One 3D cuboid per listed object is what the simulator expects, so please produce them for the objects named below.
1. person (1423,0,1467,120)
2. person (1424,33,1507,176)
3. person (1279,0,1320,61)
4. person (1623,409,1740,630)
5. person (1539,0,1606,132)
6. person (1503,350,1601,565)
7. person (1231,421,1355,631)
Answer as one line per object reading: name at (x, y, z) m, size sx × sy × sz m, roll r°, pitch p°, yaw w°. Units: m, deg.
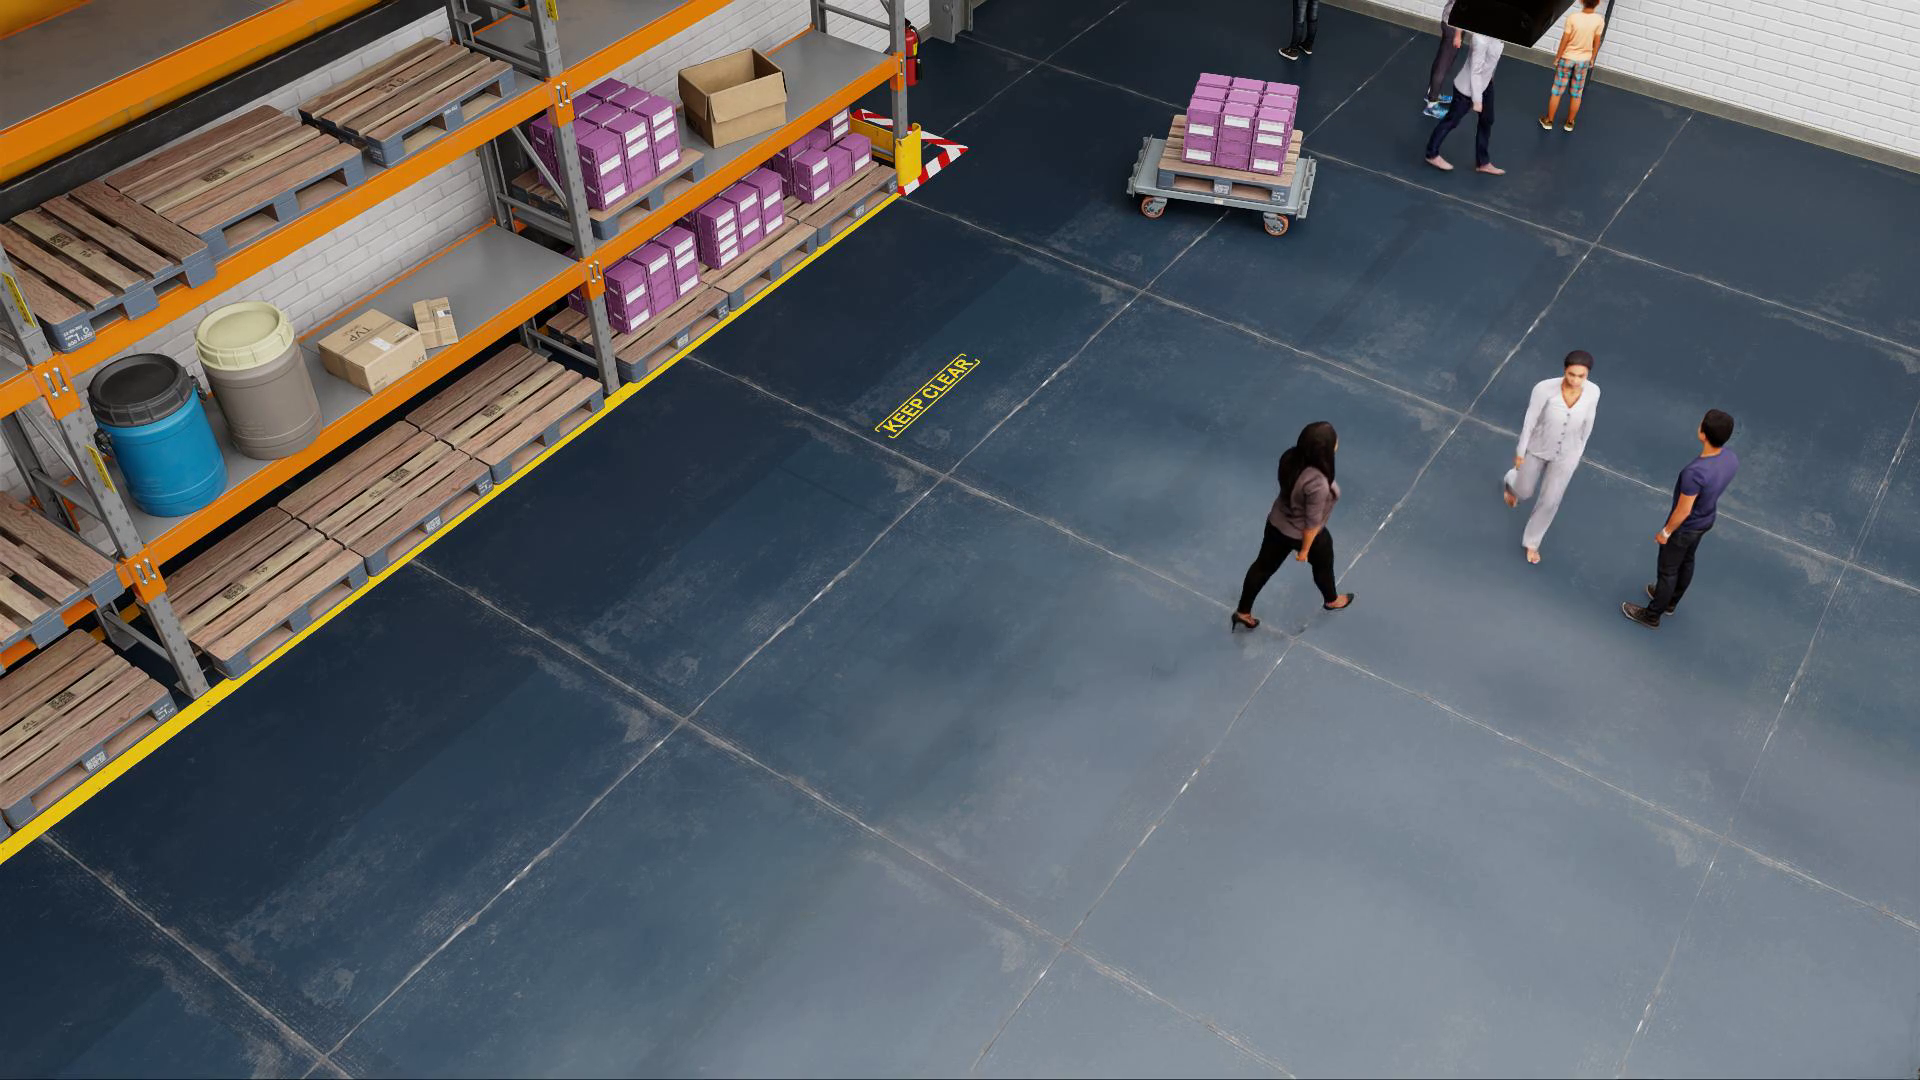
person at (4.857, -5.077, 16.335) m, size 0.824 × 1.825 × 0.640 m, roll 10°, pitch 45°, yaw 10°
person at (4.719, -4.277, 15.504) m, size 0.800 × 1.813 × 0.948 m, roll 28°, pitch 50°, yaw 26°
person at (3.616, -5.723, 17.274) m, size 0.566 × 1.465 × 0.680 m, roll -23°, pitch 48°, yaw -22°
person at (4.896, -0.120, 11.161) m, size 0.591 × 1.785 × 0.762 m, roll -27°, pitch 50°, yaw -25°
person at (5.988, -4.680, 16.181) m, size 0.595 × 1.461 × 0.609 m, roll 6°, pitch 44°, yaw 7°
person at (4.182, -0.692, 11.810) m, size 0.892 × 1.716 × 1.064 m, roll 5°, pitch 44°, yaw 5°
person at (2.141, -0.022, 11.049) m, size 1.223 × 1.798 × 0.996 m, roll -19°, pitch 47°, yaw -19°
